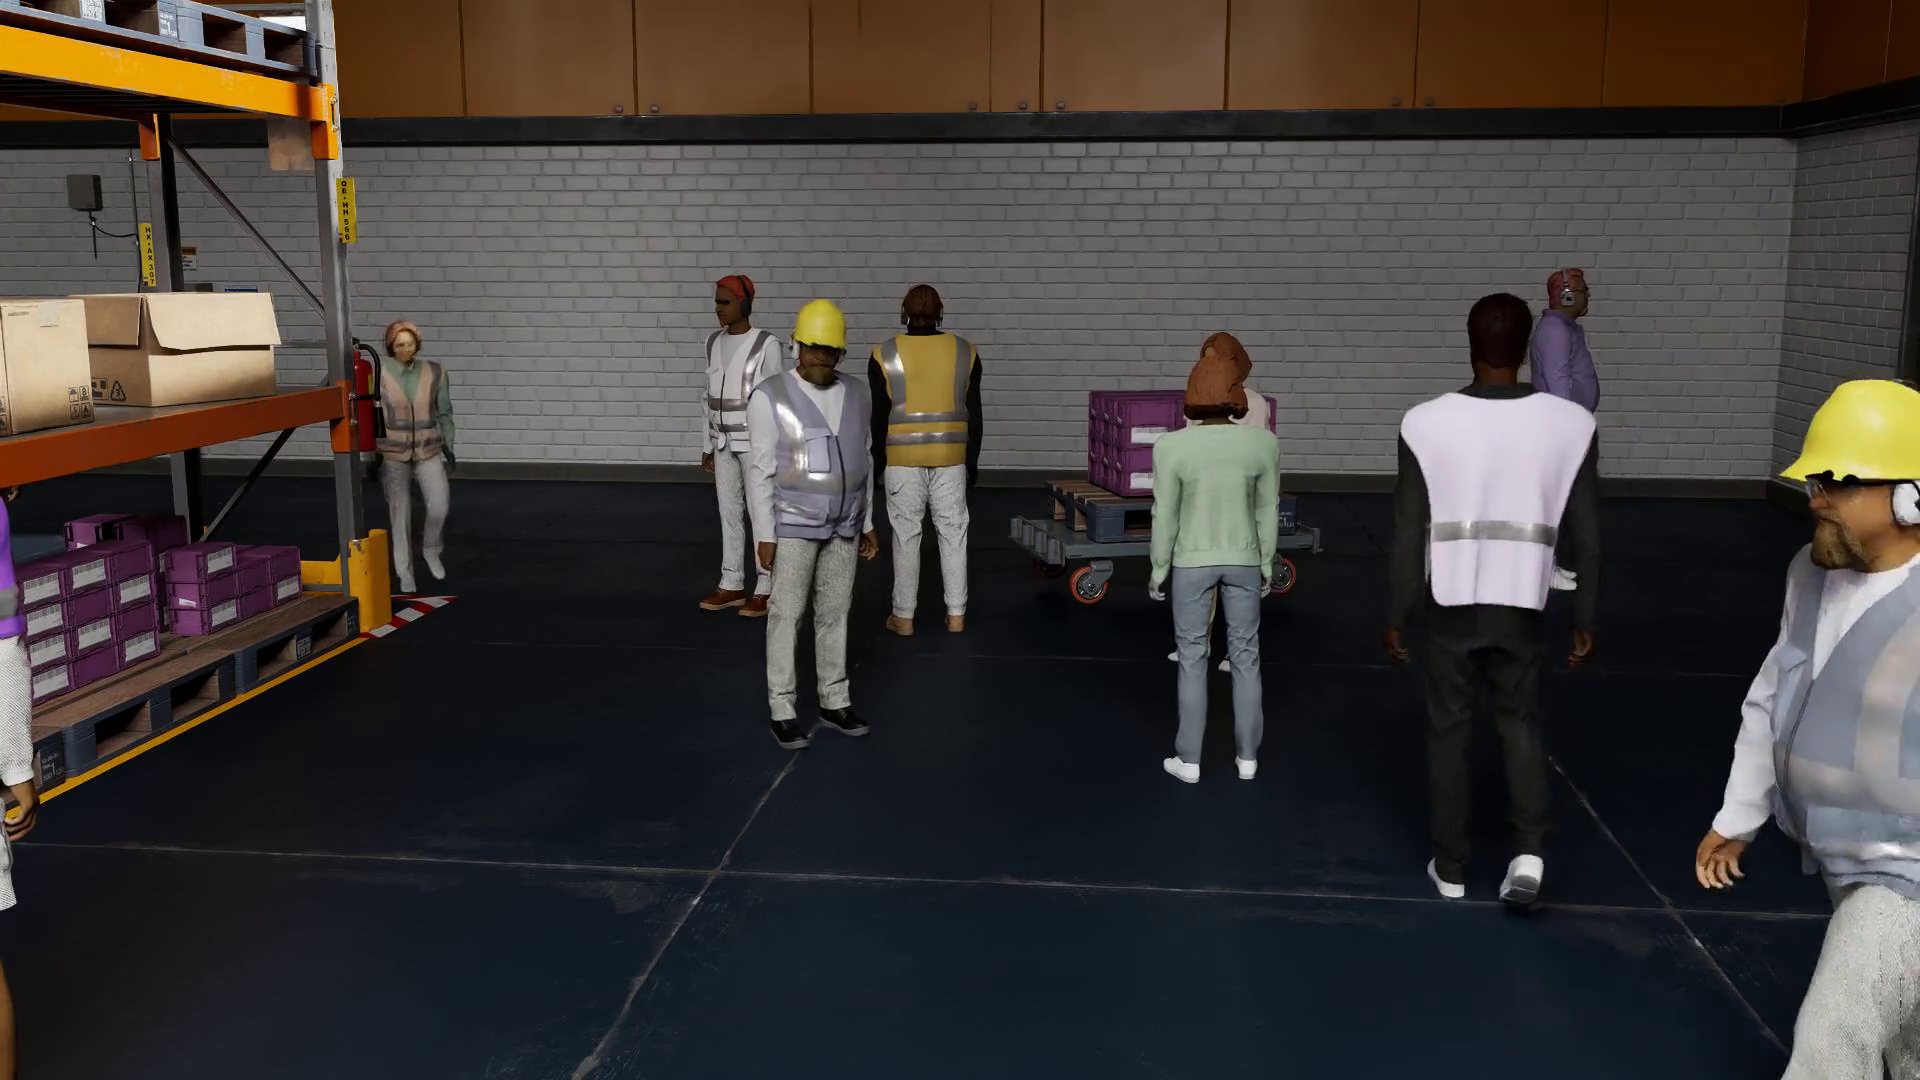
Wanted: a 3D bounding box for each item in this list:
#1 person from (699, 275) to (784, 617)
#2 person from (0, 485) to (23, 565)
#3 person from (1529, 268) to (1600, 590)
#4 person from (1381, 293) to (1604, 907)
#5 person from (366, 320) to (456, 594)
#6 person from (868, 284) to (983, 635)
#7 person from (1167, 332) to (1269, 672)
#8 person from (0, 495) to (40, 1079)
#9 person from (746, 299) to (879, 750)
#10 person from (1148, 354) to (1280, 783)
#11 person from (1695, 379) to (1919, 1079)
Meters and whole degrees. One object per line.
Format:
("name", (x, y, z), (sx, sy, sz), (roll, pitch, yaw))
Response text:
("person", (-1.215, -0.518, 9.225), (0.587, 1.882, 0.341), (7, 12, 37))
("person", (-4.899, -0.379, 8.113), (0.612, 1.995, 0.376), (-3, 10, -19))
("person", (3.617, -0.667, 10.003), (0.409, 1.913, 0.642), (3, 10, 14))
("person", (1.621, 0.209, 5.041), (0.637, 1.899, 0.551), (1, 10, 4))
("person", (-3.231, -0.485, 9.788), (0.527, 1.619, 0.402), (-5, 11, -27))
("person", (-0.190, -0.417, 8.767), (0.620, 1.845, 0.429), (-2, 10, -13))
("person", (1.256, -0.186, 8.042), (0.286, 1.633, 0.498), (-9, 14, -43))
("person", (-2.212, 0.464, 3.439), (0.545, 1.942, 0.350), (-5, 11, -24))
("person", (-0.580, -0.069, 6.828), (0.591, 1.823, 0.404), (-8, 12, -37))
("person", (0.963, 0.114, 6.326), (0.499, 1.632, 0.285), (-1, 10, -5))
("person", (1.675, 0.592, 3.162), (0.902, 1.779, 0.599), (0, 10, 0))
